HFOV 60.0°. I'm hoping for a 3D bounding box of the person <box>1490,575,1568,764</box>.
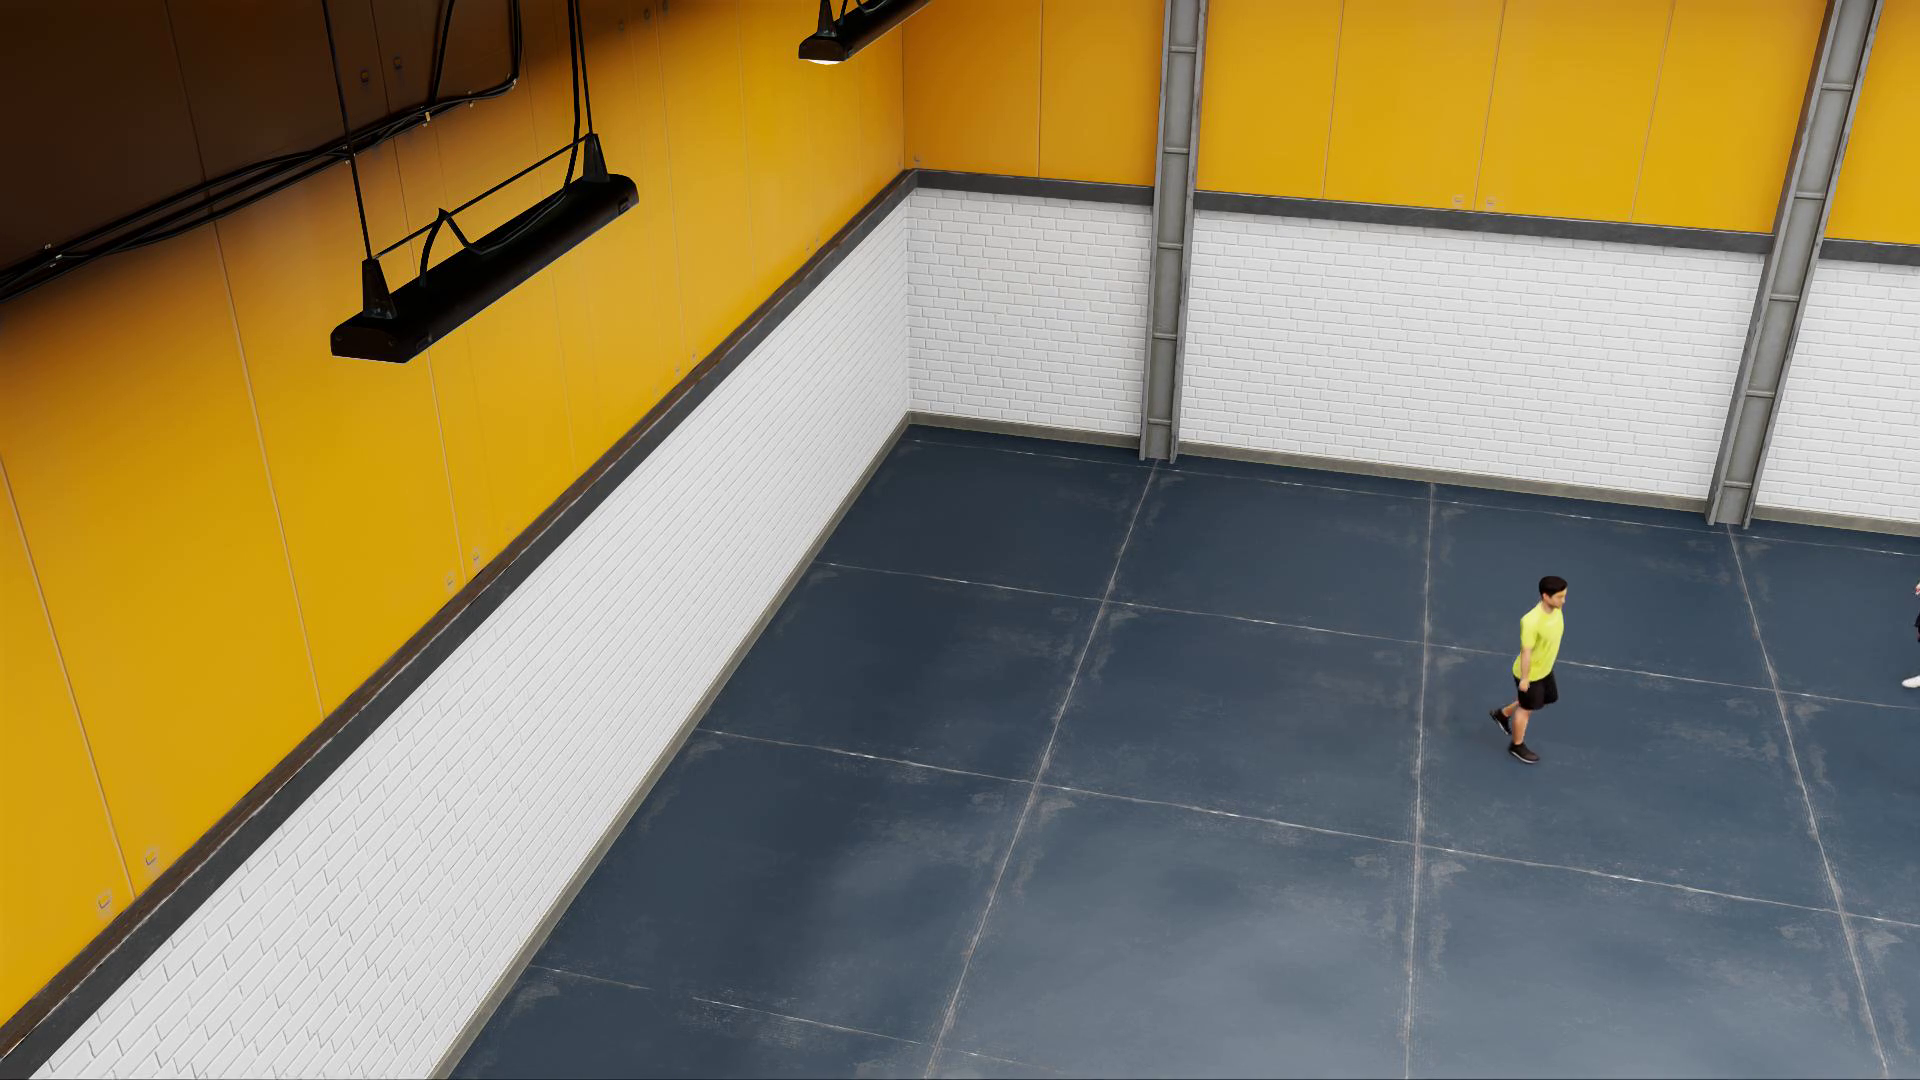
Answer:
[{"bbox_3d":[4.584,0.995,13.469,0.881,1.697,0.805,24,36,36],"label":"person"}]
